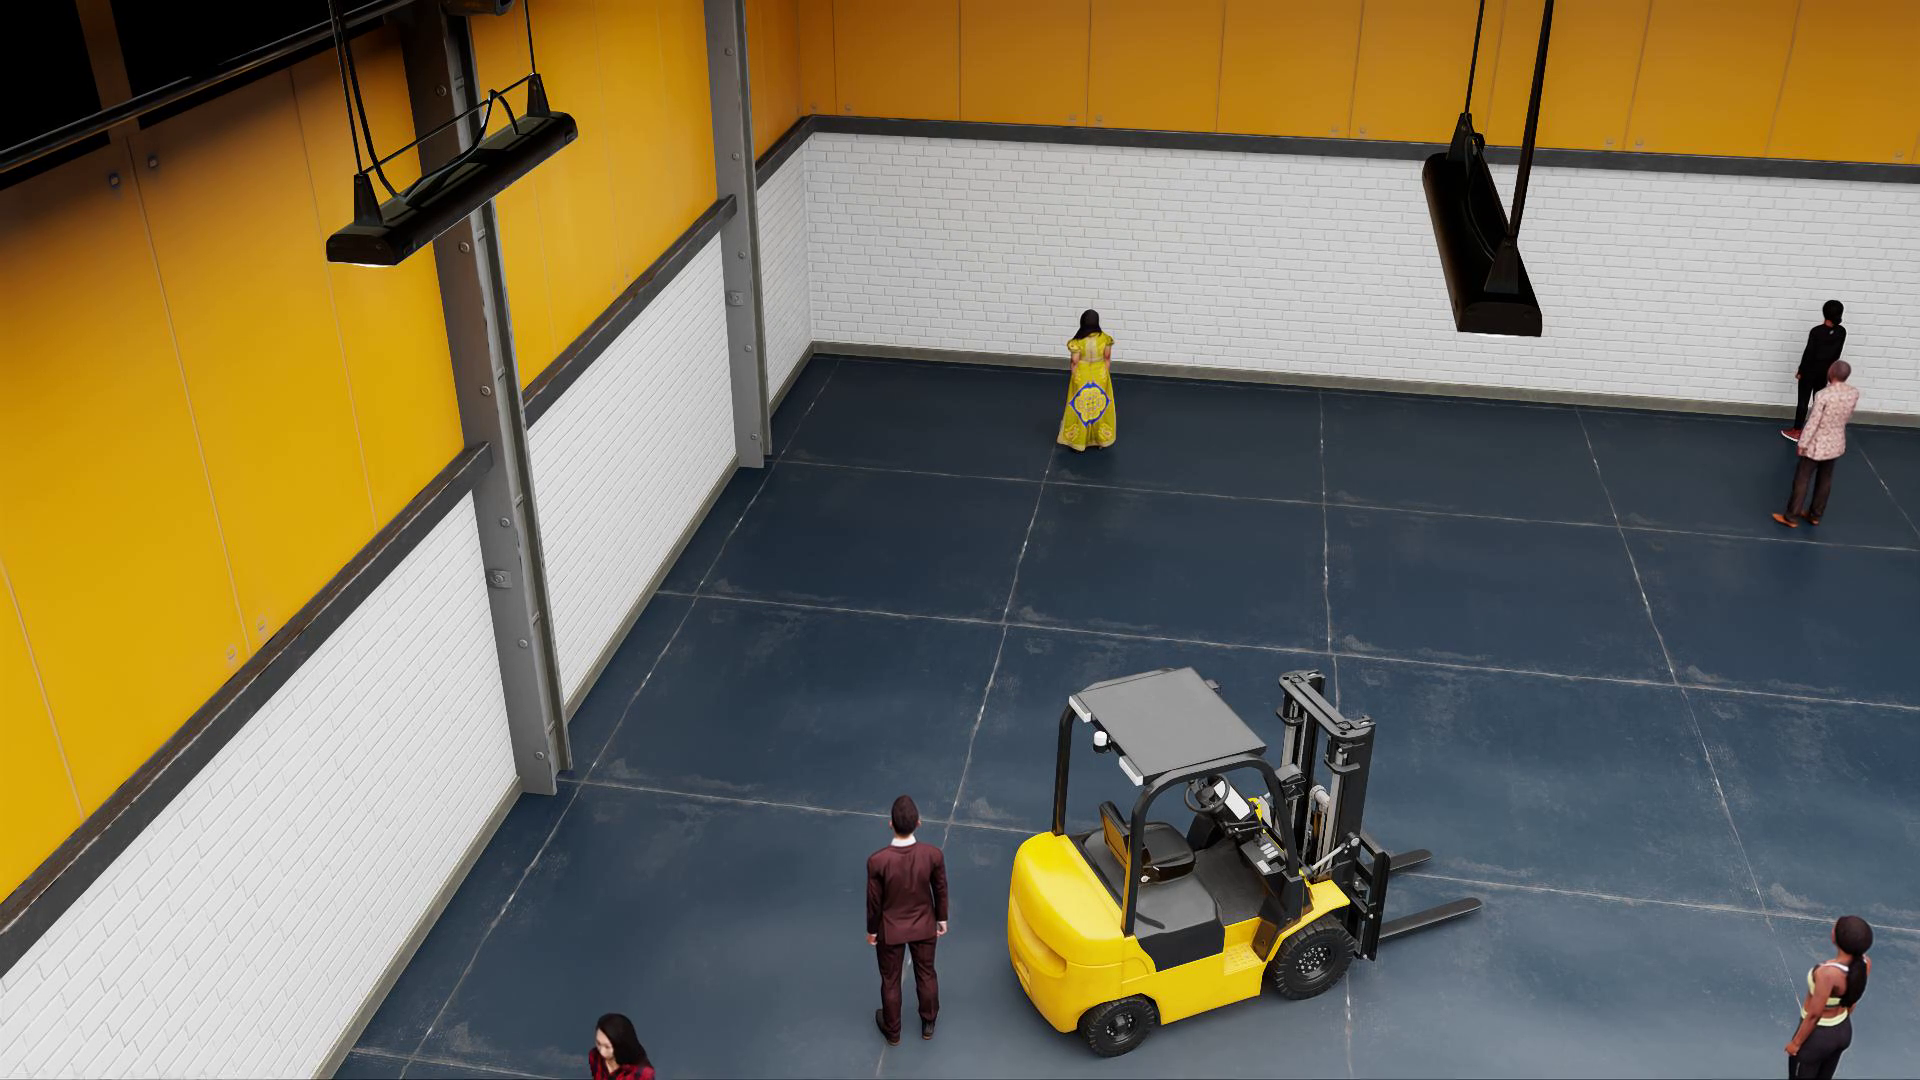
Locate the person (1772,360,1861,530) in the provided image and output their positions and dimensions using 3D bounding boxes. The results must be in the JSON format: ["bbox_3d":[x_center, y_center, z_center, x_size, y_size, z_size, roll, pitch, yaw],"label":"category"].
[{"bbox_3d":[8.754,-0.961,16.832,0.783,1.806,0.771,-7,29,-13],"label":"person"}]

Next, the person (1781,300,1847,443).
[{"bbox_3d":[9.643,-1.908,18.707,0.652,1.673,0.609,-3,29,-5],"label":"person"}]

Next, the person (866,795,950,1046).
[{"bbox_3d":[-0.343,2.428,10.559,0.769,1.864,0.735,-7,29,-12],"label":"person"}]

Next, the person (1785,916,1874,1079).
[{"bbox_3d":[5.065,2.923,9.766,0.646,1.754,0.667,-11,31,-20],"label":"person"}]

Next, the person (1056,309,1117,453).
[{"bbox_3d":[1.439,-1.780,18.485,0.972,1.661,0.949,-6,29,-11],"label":"person"}]

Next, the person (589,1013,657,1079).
[{"bbox_3d":[-1.812,3.216,9.346,0.625,1.643,0.651,9,30,16],"label":"person"}]
